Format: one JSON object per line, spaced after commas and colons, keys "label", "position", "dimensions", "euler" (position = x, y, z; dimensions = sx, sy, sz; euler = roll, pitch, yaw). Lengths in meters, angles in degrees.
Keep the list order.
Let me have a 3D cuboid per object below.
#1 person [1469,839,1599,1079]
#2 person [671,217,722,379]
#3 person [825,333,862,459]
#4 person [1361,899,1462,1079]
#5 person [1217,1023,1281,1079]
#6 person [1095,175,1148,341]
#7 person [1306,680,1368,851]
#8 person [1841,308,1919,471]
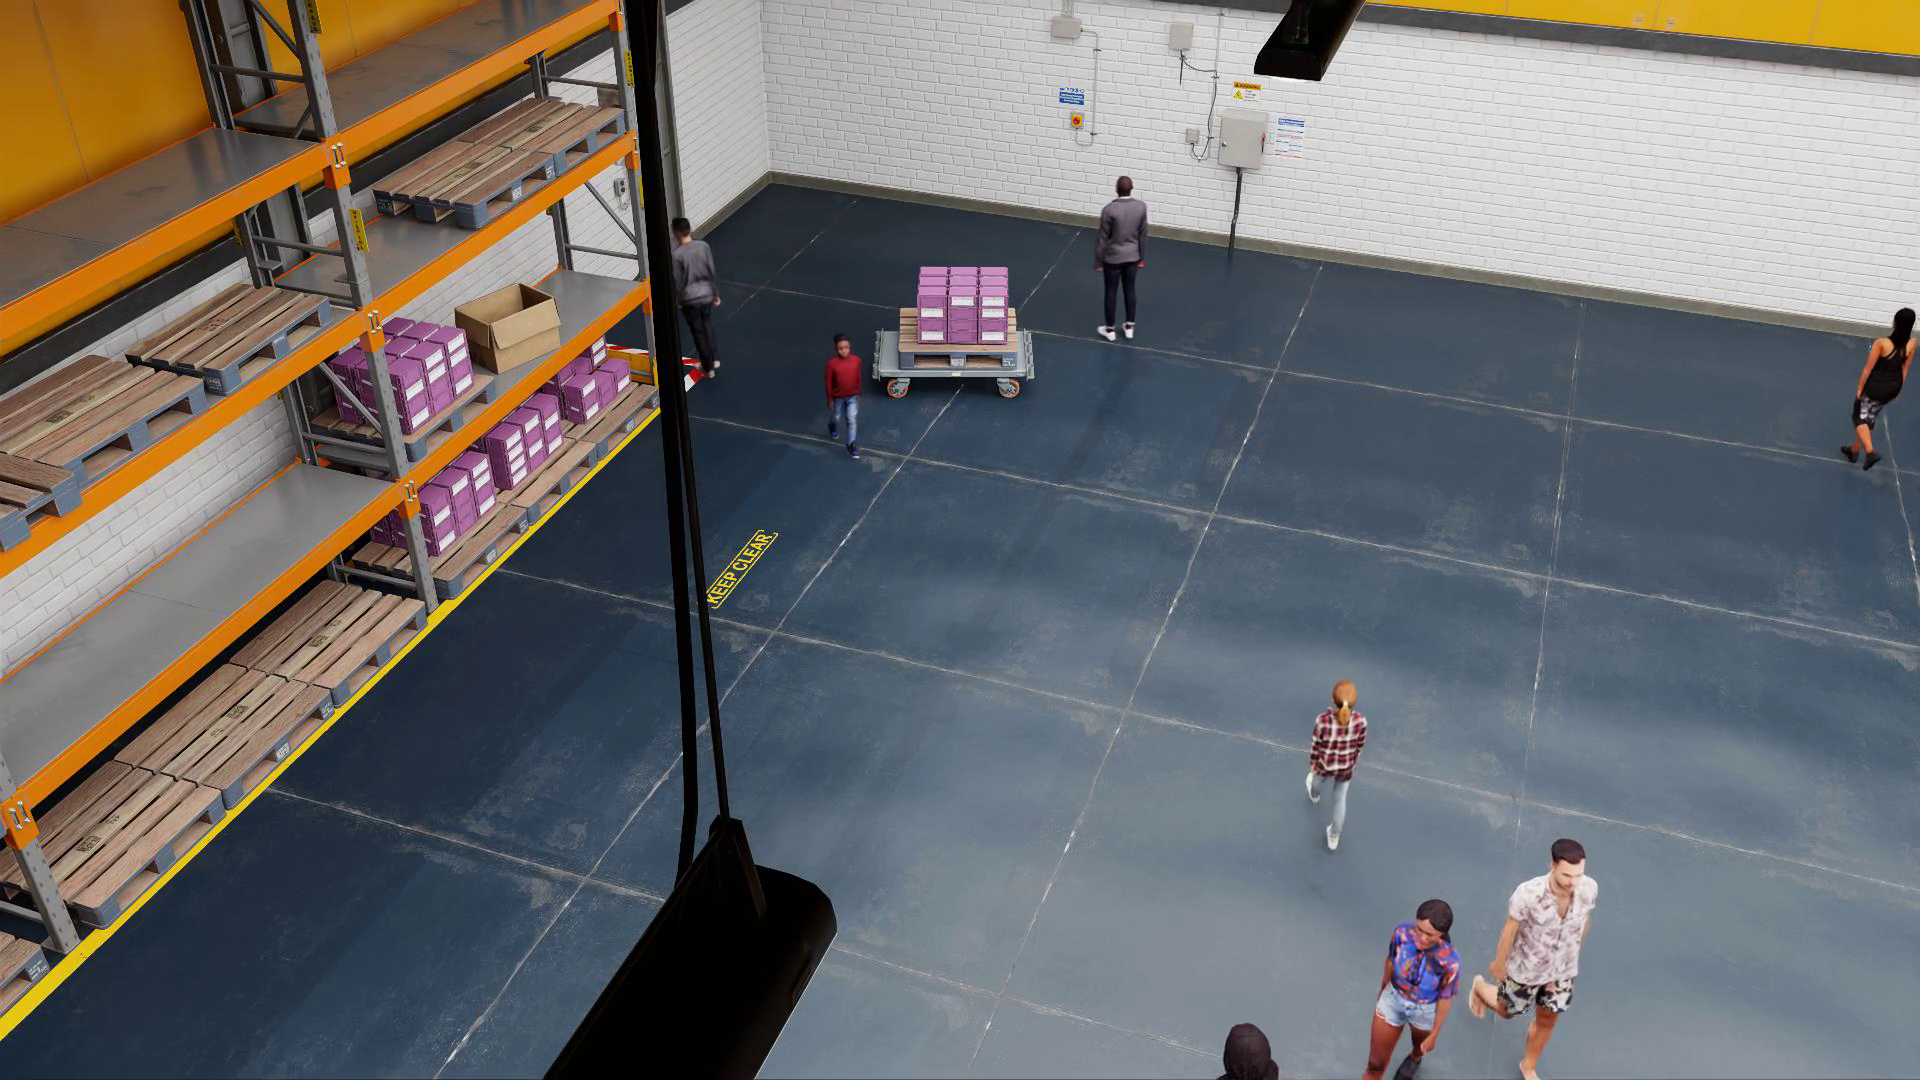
{"label": "person", "position": [3.334, 2.374, 9.671], "dimensions": [0.963, 1.793, 1.127], "euler": [-5, 34, -7]}
{"label": "person", "position": [-2.651, -2.430, 16.941], "dimensions": [0.746, 1.747, 0.830], "euler": [-19, 38, -26]}
{"label": "person", "position": [-1.124, -1.423, 15.882], "dimensions": [0.762, 1.242, 0.858], "euler": [-10, 35, -14]}
{"label": "person", "position": [2.602, 2.618, 9.400], "dimensions": [0.846, 1.687, 1.249], "euler": [24, 40, 31]}
{"label": "person", "position": [1.471, 3.211, 8.507], "dimensions": [1.130, 1.689, 1.195], "euler": [-14, 36, -20]}
{"label": "person", "position": [1.719, -2.998, 17.736], "dimensions": [0.795, 1.814, 0.790], "euler": [-7, 34, -10]}
{"label": "person", "position": [2.585, 1.554, 11.377], "dimensions": [0.674, 1.270, 0.941], "euler": [3, 34, 5]}
{"label": "person", "position": [8.579, -1.383, 15.458], "dimensions": [0.788, 1.646, 0.969], "euler": [-1, 34, -2]}
